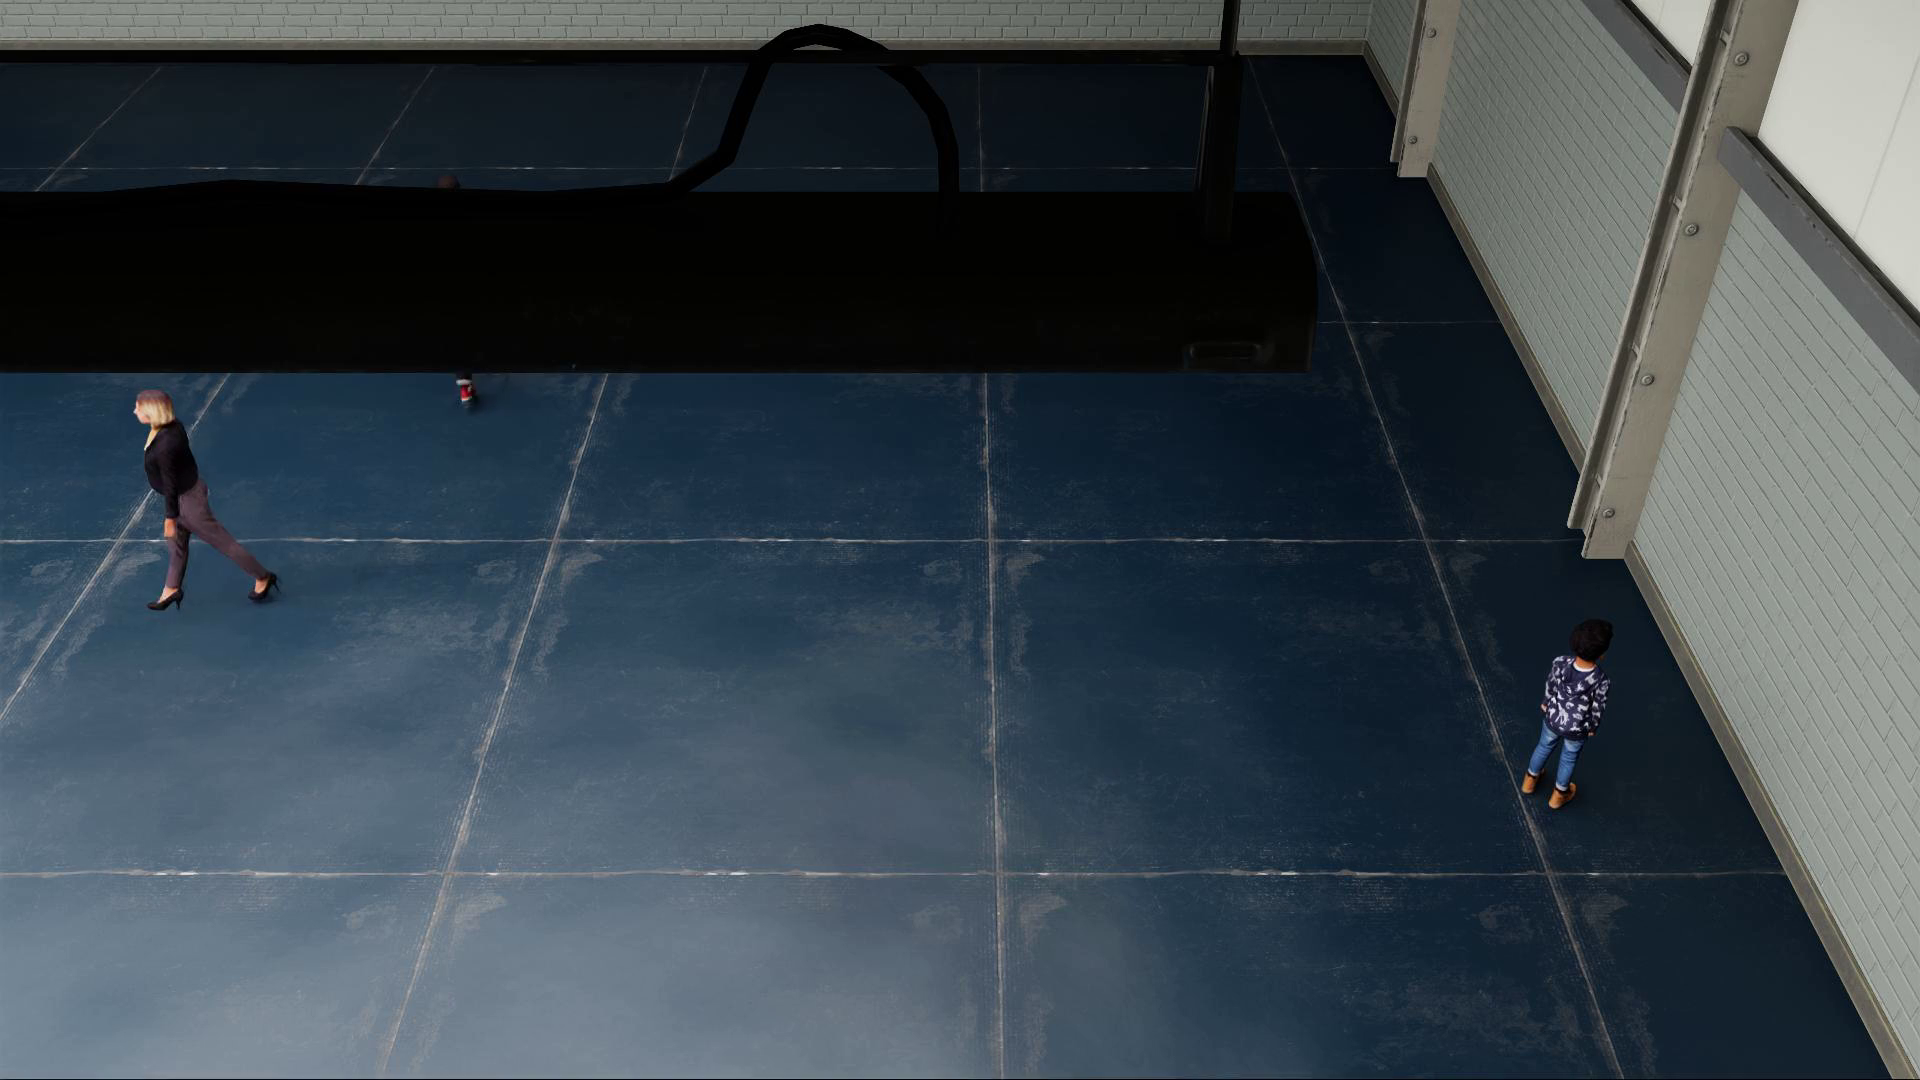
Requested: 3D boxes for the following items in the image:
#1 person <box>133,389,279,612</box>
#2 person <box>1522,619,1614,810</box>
[{"bbox_3d":[-4.704,-0.211,10.383,0.904,1.621,1.052,-12,39,-16],"label":"person"},{"bbox_3d":[3.361,0.950,9.165,0.560,1.248,0.619,31,47,34],"label":"person"}]
